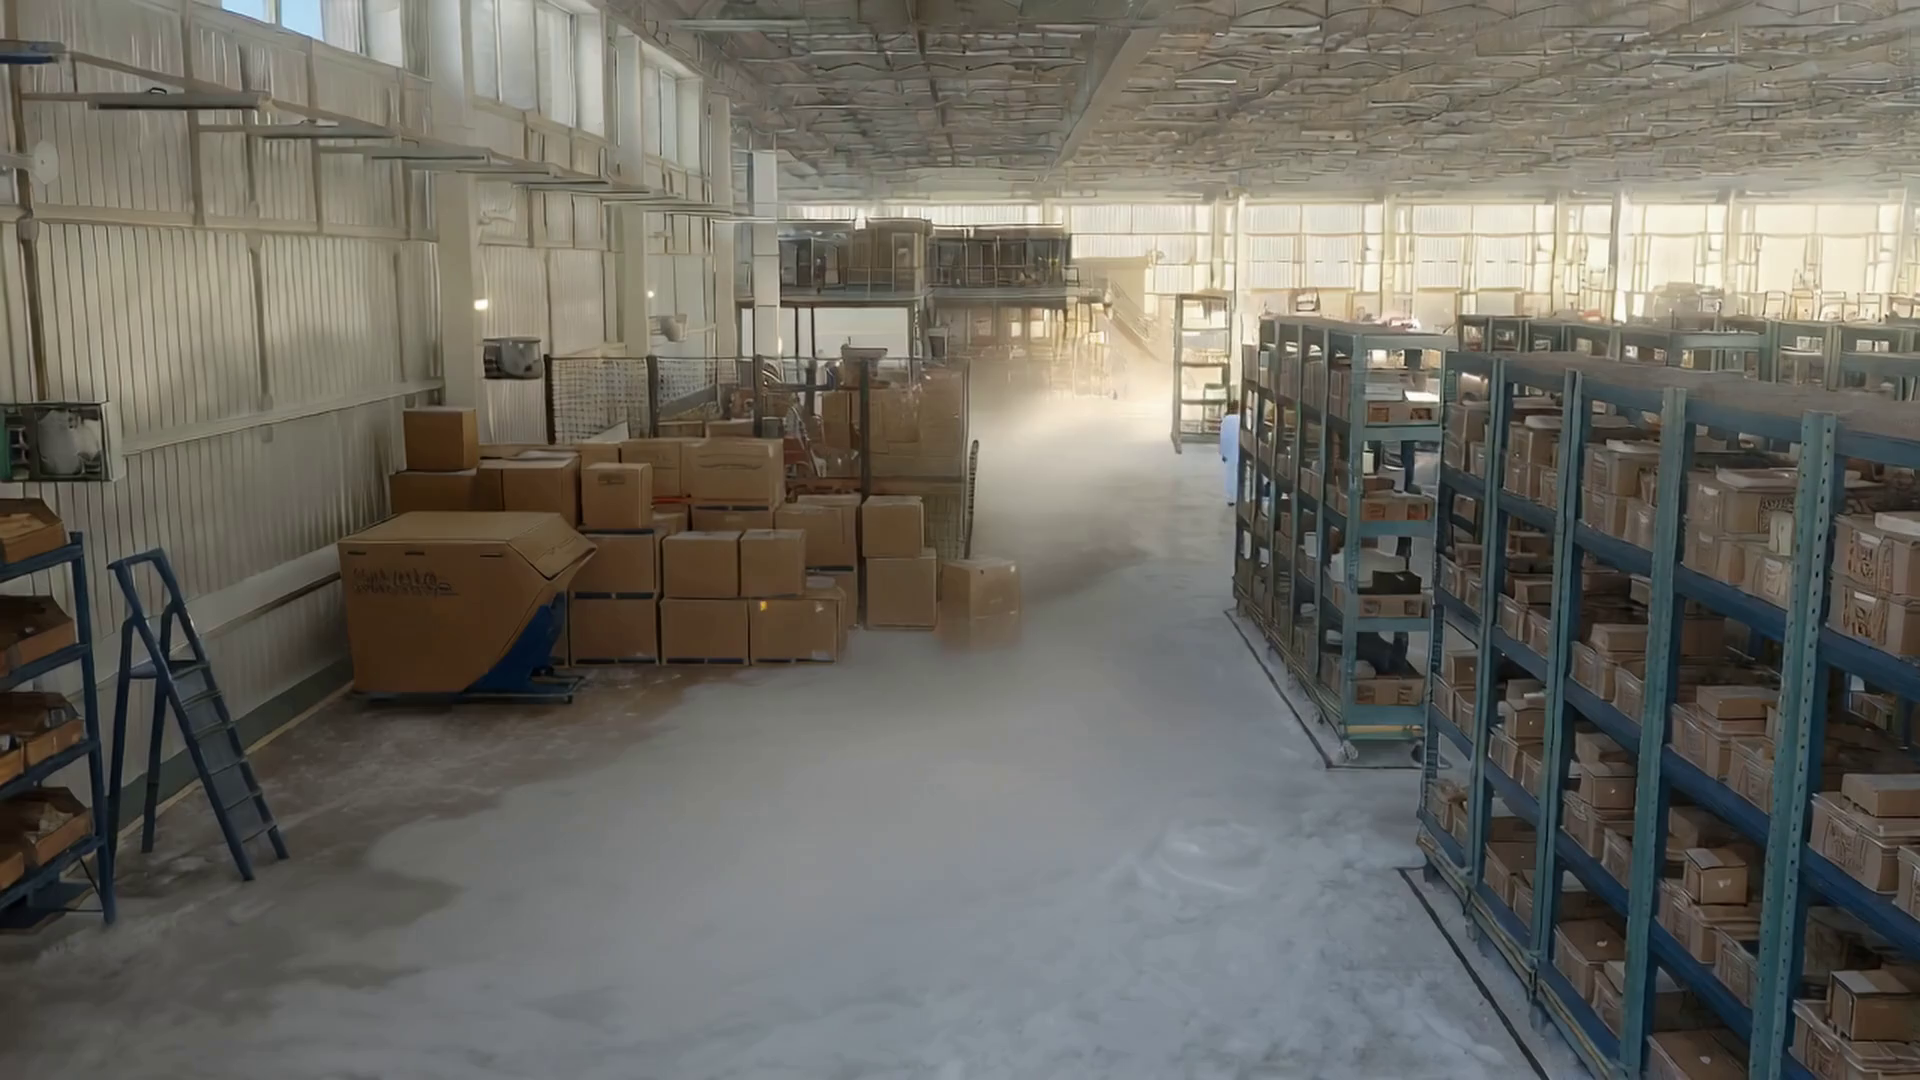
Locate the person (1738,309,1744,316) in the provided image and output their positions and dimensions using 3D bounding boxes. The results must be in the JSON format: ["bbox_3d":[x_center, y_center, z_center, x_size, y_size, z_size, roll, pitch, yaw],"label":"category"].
[{"bbox_3d":[44.259,-12.130,94.292,0.542,1.936,0.367,-2,9,-14],"label":"person"}]

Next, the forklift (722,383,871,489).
[{"bbox_3d":[-2.893,-1.687,28.729,2.680,1.987,1.157,0,9,-1],"label":"forklift"}]

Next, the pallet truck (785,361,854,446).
[{"bbox_3d":[-3.410,-3.193,38.978,1.885,1.965,0.823,0,9,-1],"label":"pallet truck"}]

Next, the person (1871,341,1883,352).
[{"bbox_3d":[35.046,-7.154,63.786,0.966,1.868,0.618,9,13,44],"label":"person"}]

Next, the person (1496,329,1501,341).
[{"bbox_3d":[25.677,-9.691,79.567,0.909,1.841,0.527,-6,11,-31],"label":"person"}]

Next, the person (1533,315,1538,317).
[{"bbox_3d":[28.721,-10.265,82.889,0.837,1.913,0.635,-3,10,-20],"label":"person"}]

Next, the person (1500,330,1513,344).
[{"bbox_3d":[20.361,-6.915,62.119,0.550,1.937,0.357,9,13,43],"label":"person"}]

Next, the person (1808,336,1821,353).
[{"bbox_3d":[33.999,-7.530,66.158,0.500,1.855,0.535,-6,11,-32],"label":"person"}]

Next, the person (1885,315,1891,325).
[{"bbox_3d":[46.263,-10.268,83.004,0.957,1.873,0.603,1,9,3],"label":"person"}]

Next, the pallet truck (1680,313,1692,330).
[{"bbox_3d":[36.315,-10.531,84.244,0.823,1.965,1.885,-6,11,-33],"label":"pallet truck"}]

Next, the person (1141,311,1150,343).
[{"bbox_3d":[10.482,-12.072,94.243,0.429,1.840,0.624,-7,12,-39],"label":"person"}]

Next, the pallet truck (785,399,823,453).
[{"bbox_3d":[-3.814,-2.432,36.419,1.630,1.274,0.653,0,9,1],"label":"pallet truck"}]

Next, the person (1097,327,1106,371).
[{"bbox_3d":[5.750,-7.782,67.820,0.361,1.831,0.503,-2,9,-14],"label":"person"}]

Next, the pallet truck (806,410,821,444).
[{"bbox_3d":[-3.559,-2.018,33.905,1.522,1.261,0.704,0,9,-1],"label":"pallet truck"}]

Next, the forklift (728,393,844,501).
[{"bbox_3d":[-2.979,-1.316,26.476,2.680,1.987,1.157,0,9,1],"label":"forklift"}]

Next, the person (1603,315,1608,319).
[{"bbox_3d":[33.399,-10.750,86.075,0.429,1.839,0.634,0,9,-1],"label":"person"}]

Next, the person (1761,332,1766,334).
[{"bbox_3d":[38.851,-9.825,80.335,0.751,1.847,0.584,-4,10,-22],"label":"person"}]

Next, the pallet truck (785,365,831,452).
[{"bbox_3d":[-3.774,-2.976,37.635,1.885,1.965,0.823,1,9,5],"label":"pallet truck"}]

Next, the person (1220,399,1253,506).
[{"bbox_3d":[4.894,-1.514,29.063,0.764,1.869,0.484,5,11,30],"label":"person"}]

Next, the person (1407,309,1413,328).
[{"bbox_3d":[25.592,-12.173,94.620,0.395,1.920,0.585,5,11,29],"label":"person"}]

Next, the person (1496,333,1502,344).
[{"bbox_3d":[20.734,-7.061,63.673,0.668,1.724,0.553,-1,9,-3],"label":"person"}]

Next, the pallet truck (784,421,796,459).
[{"bbox_3d":[-4.013,-1.793,32.705,1.601,1.201,0.680,0,9,1],"label":"pallet truck"}]
